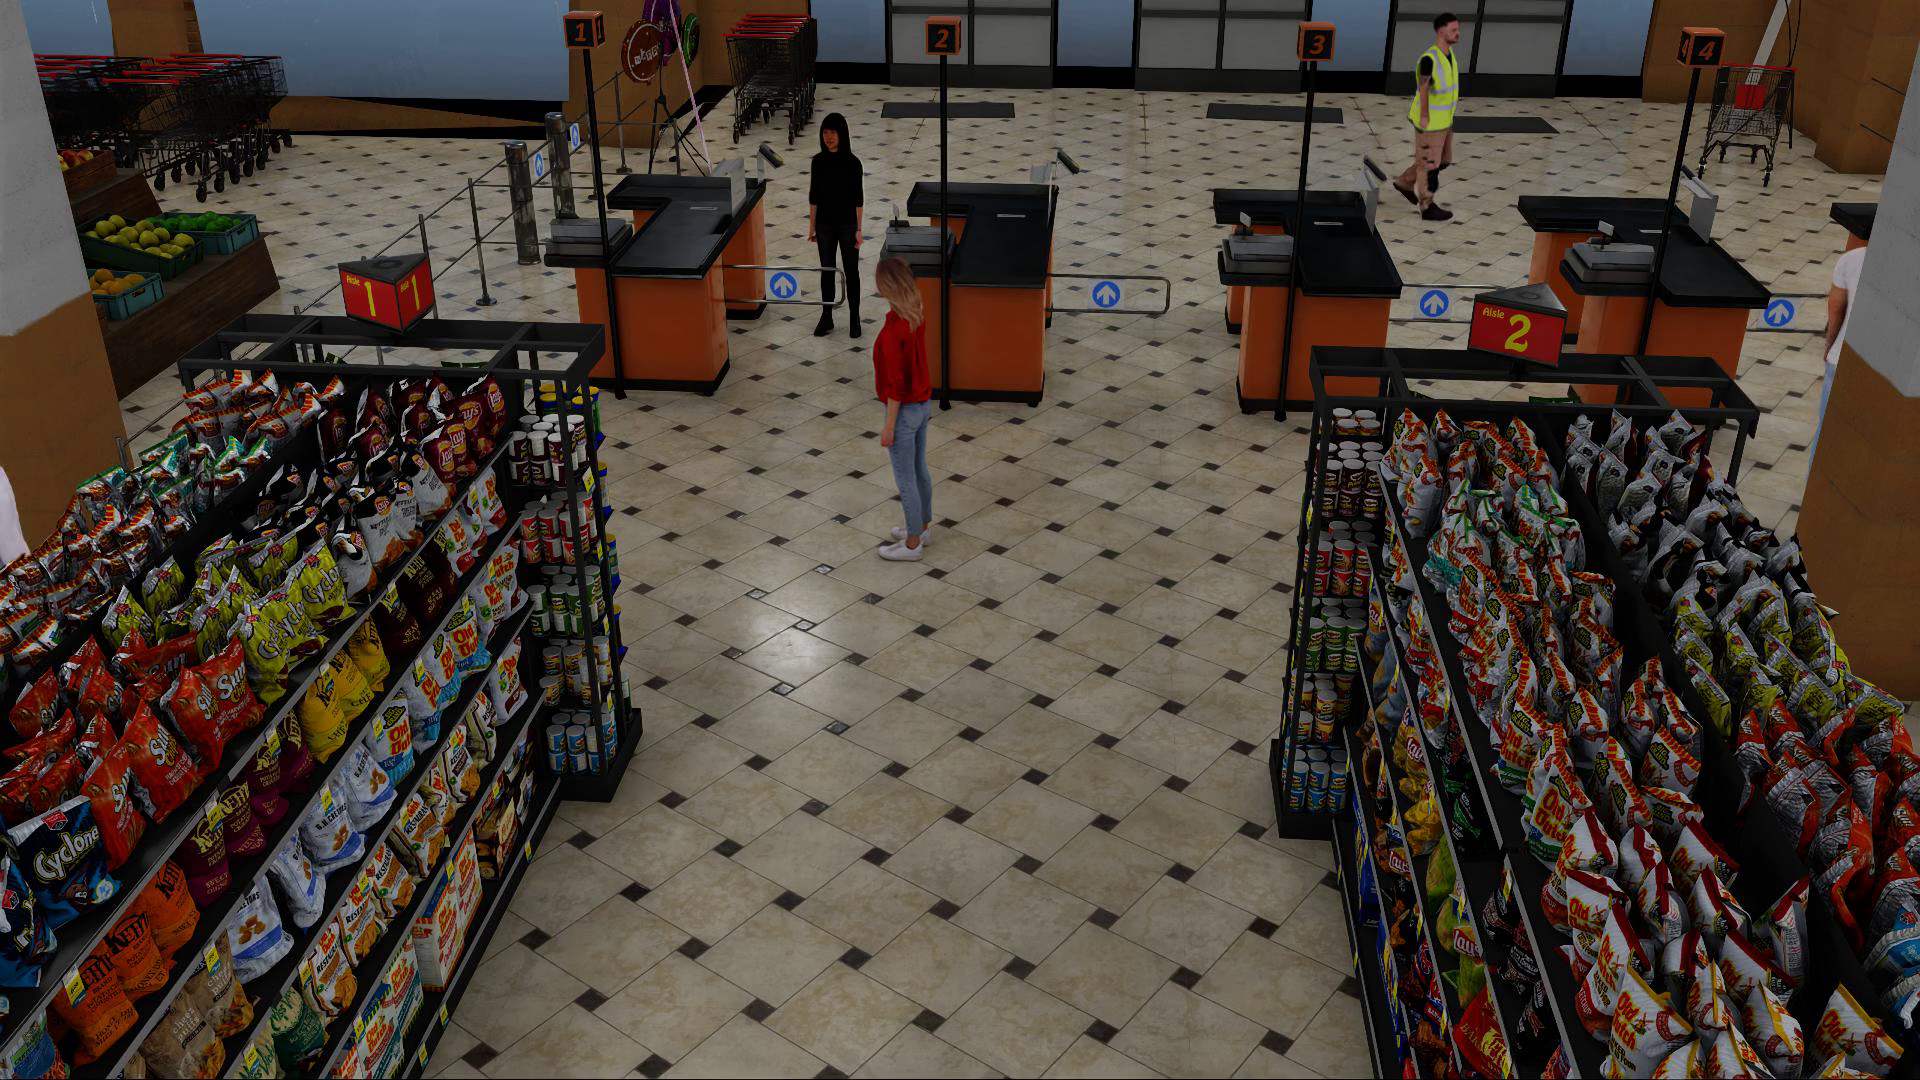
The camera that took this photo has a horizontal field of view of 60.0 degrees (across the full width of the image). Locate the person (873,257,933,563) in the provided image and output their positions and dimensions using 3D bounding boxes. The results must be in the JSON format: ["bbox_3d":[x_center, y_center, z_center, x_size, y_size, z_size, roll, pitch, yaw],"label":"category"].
[{"bbox_3d":[-0.292,-0.694,8.957,0.715,1.706,0.520,8,28,16],"label":"person"}]

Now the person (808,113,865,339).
[{"bbox_3d":[-0.896,-2.316,12.225,0.588,1.642,0.524,5,27,10],"label":"person"}]

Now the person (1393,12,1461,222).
[{"bbox_3d":[4.219,-3.816,14.973,0.996,1.833,0.974,17,32,30],"label":"person"}]
